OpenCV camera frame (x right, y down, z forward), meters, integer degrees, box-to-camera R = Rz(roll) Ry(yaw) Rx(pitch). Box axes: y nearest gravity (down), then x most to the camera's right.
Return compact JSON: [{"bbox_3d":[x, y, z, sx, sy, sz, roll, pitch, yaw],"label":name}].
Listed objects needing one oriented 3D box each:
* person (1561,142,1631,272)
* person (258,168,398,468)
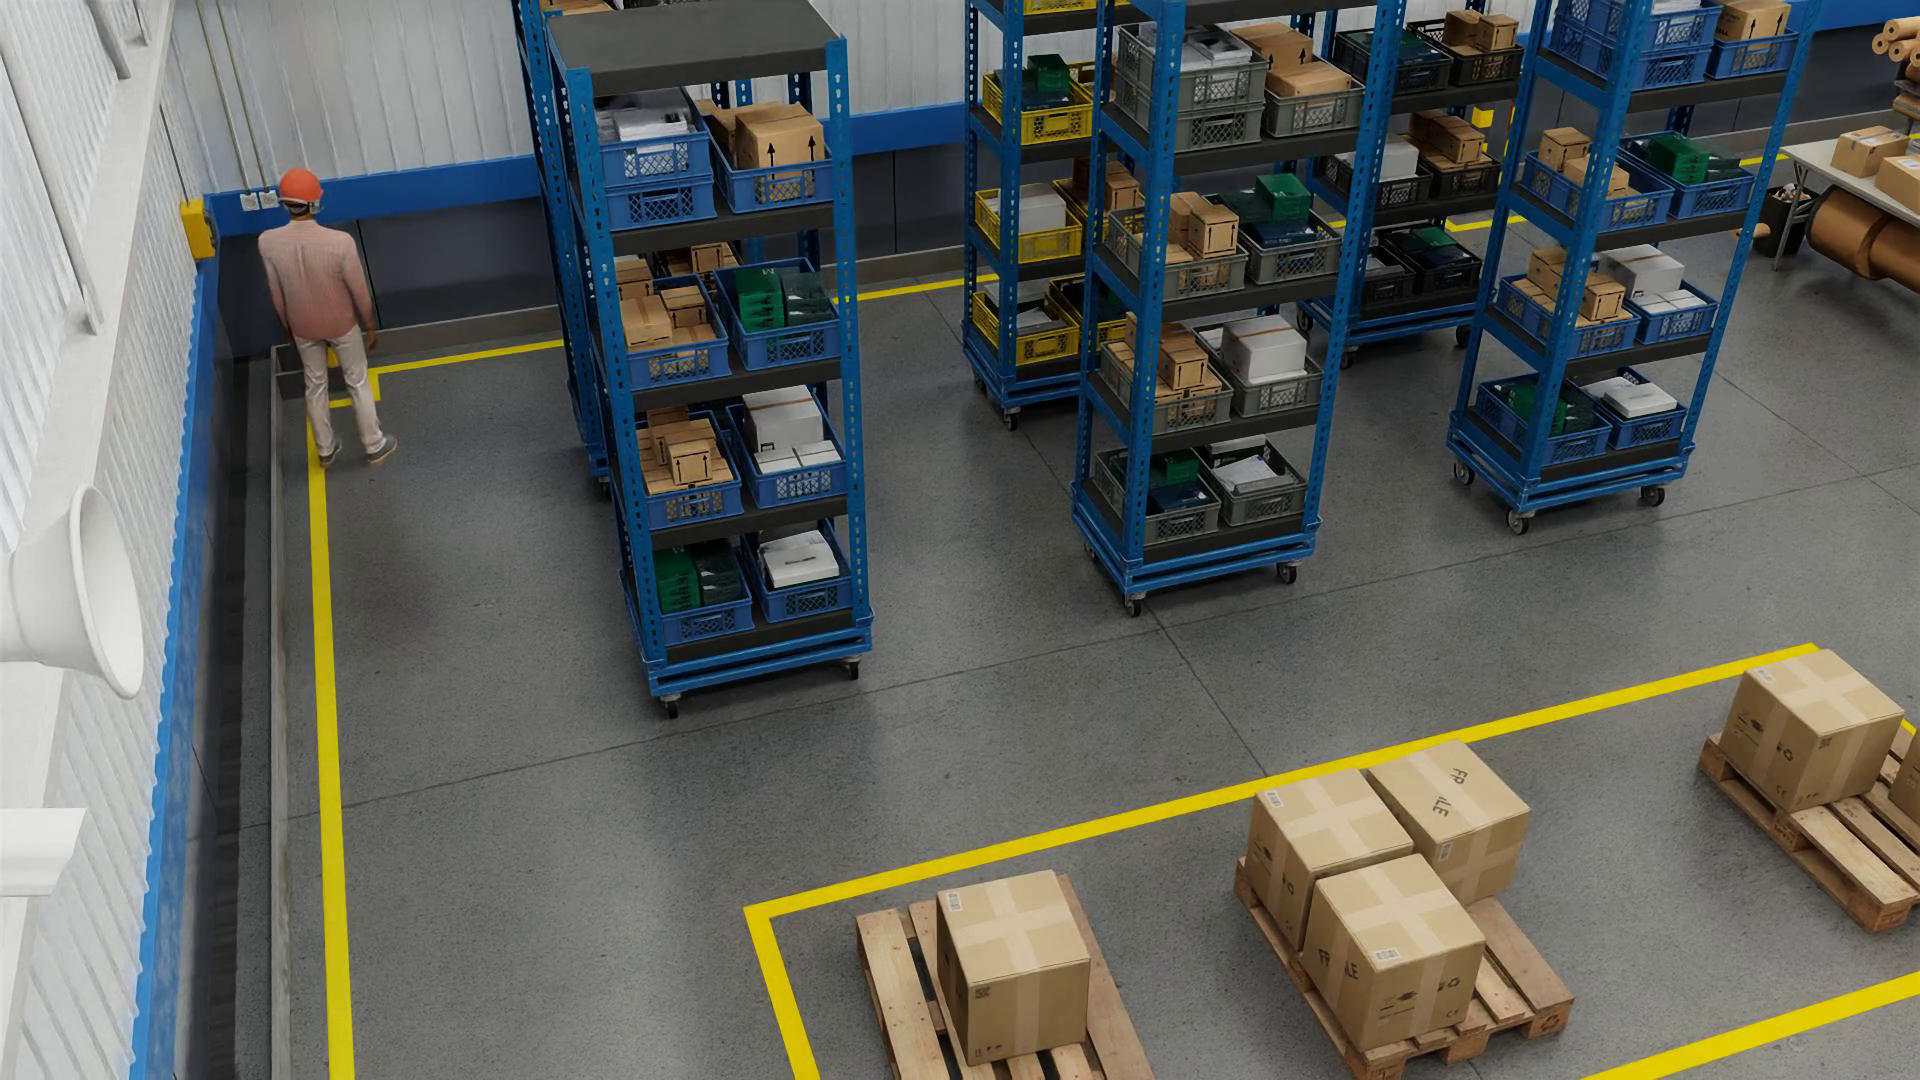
[{"bbox_3d":[4.554,-2.054,11.770,0.552,1.620,0.431,-1,35,-1],"label":"person"},{"bbox_3d":[-4.003,-1.396,10.545,0.632,1.981,0.422,-2,35,-2],"label":"person"}]
